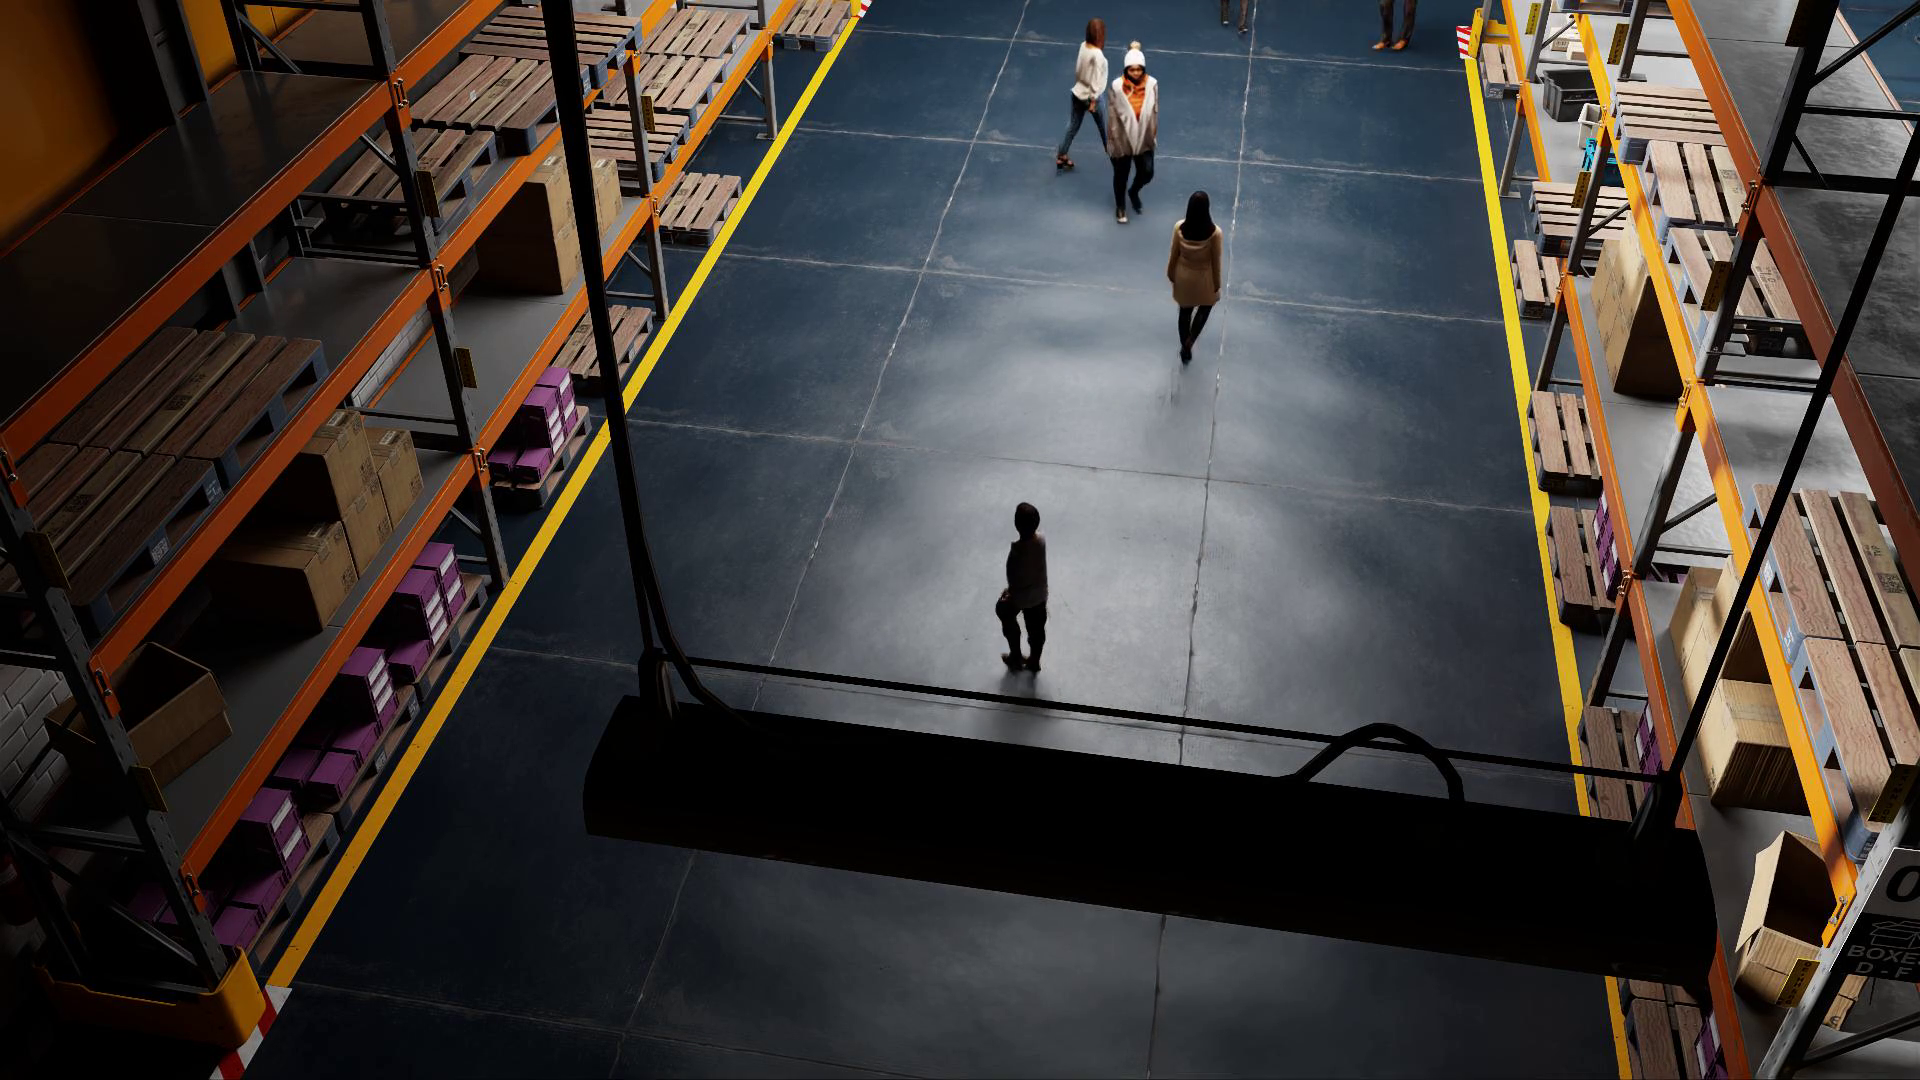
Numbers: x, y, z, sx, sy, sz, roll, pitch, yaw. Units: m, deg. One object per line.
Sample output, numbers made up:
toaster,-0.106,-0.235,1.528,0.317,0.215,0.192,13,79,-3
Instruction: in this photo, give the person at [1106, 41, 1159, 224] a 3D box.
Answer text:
person,1.728,-4.162,16.909,0.817,1.877,0.828,-6,39,-8

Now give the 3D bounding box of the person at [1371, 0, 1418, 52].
person,5.552,-6.925,20.361,0.980,1.887,0.915,-30,48,-32

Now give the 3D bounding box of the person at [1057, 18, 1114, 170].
person,1.288,-4.723,17.805,1.066,1.636,1.099,-15,41,-18

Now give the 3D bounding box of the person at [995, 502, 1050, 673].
person,0.504,0.346,11.609,0.711,1.446,0.756,-17,42,-20

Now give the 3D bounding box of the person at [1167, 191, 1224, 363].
person,2.049,-2.255,14.687,0.760,1.670,0.795,16,41,19

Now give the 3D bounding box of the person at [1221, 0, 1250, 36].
person,3.477,-7.338,20.980,0.847,1.760,1.185,-2,39,-2
